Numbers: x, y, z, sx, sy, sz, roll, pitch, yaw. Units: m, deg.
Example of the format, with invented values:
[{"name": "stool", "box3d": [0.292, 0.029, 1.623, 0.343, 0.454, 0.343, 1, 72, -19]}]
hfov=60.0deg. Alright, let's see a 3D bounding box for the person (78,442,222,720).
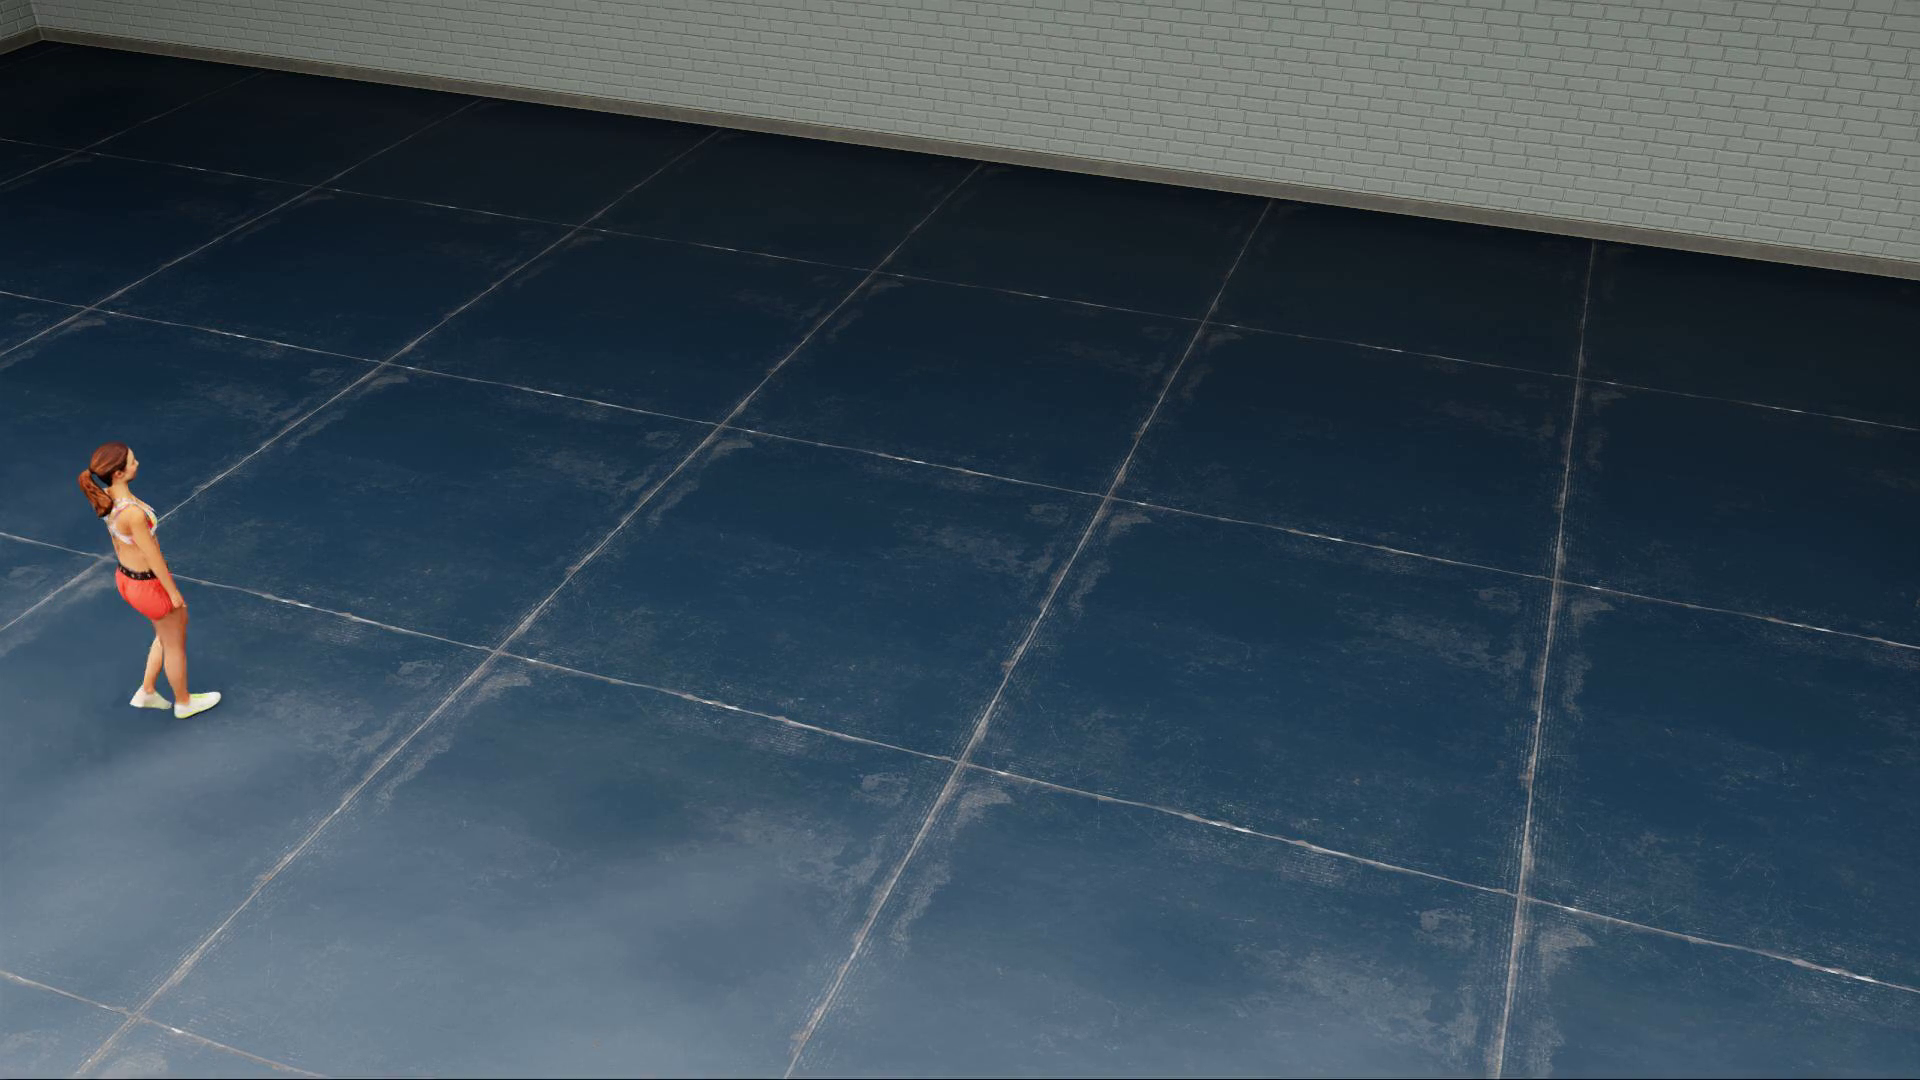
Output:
[{"name": "person", "box3d": [-4.499, 0.290, 9.056, 0.721, 1.779, 0.797, 26, 41, 34]}]
